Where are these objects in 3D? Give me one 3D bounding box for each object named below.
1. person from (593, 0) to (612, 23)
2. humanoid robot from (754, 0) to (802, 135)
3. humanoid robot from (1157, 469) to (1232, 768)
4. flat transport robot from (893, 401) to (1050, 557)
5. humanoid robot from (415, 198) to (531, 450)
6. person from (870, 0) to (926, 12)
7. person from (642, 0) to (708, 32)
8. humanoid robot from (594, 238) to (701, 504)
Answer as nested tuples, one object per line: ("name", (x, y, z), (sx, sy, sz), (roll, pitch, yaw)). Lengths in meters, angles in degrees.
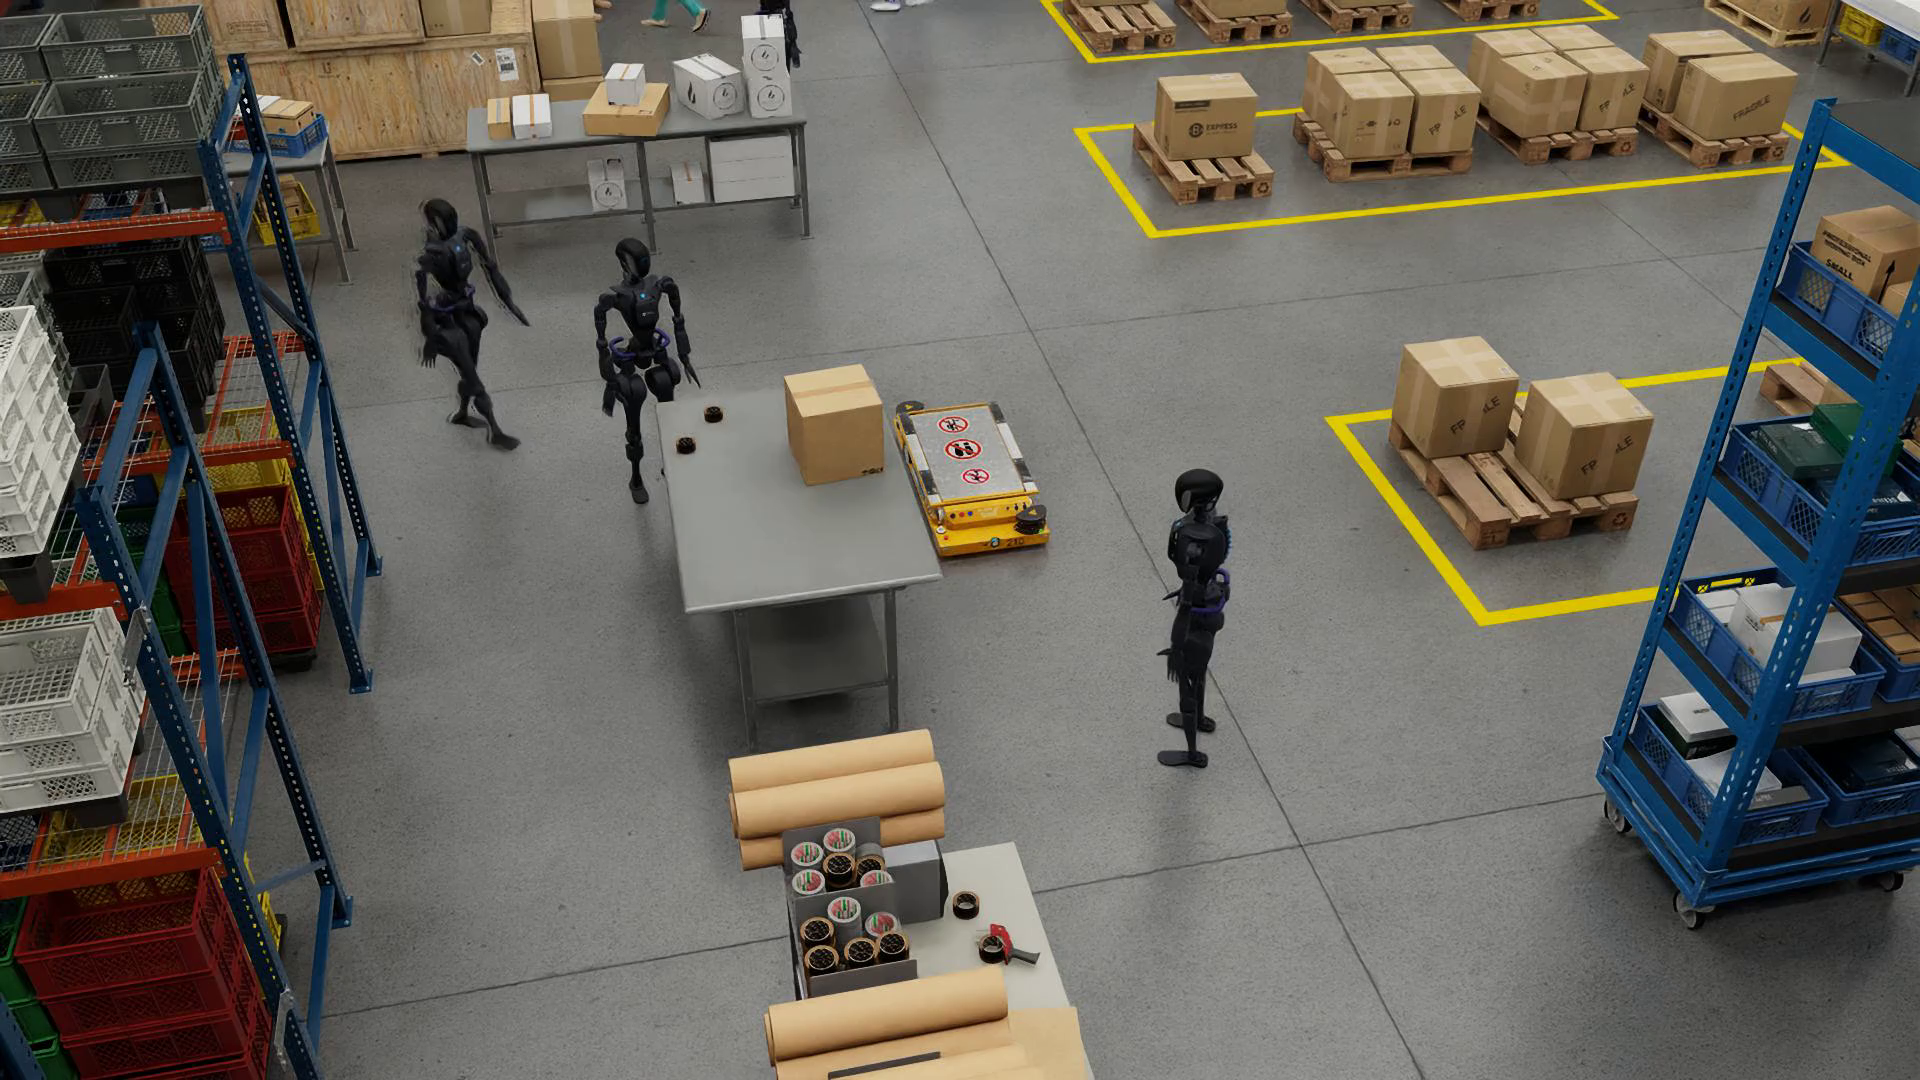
("person", (-3.715, -6.180, 16.377), (0.536, 2.000, 0.687), (4, 37, 5))
("humanoid robot", (-1.548, -4.289, 14.126), (0.314, 1.657, 0.609), (-20, 41, -25))
("humanoid robot", (1.097, 0.352, 7.898), (0.337, 1.652, 0.582), (9, 38, 12))
("flat transport robot", (0.046, -0.430, 10.108), (0.652, 0.197, 1.431), (-8, 37, -10))
("humanoid robot", (-3.005, -1.334, 10.186), (0.699, 1.631, 0.565), (14, 39, 18))
("person", (-0.607, -6.248, 16.608), (0.689, 1.879, 0.368), (-17, 40, -21))
("person", (-2.841, -5.772, 16.083), (0.746, 1.740, 0.533), (9, 38, 12))
("humanoid robot", (-1.827, -0.992, 9.692), (0.608, 1.661, 0.314), (-23, 42, -28))
